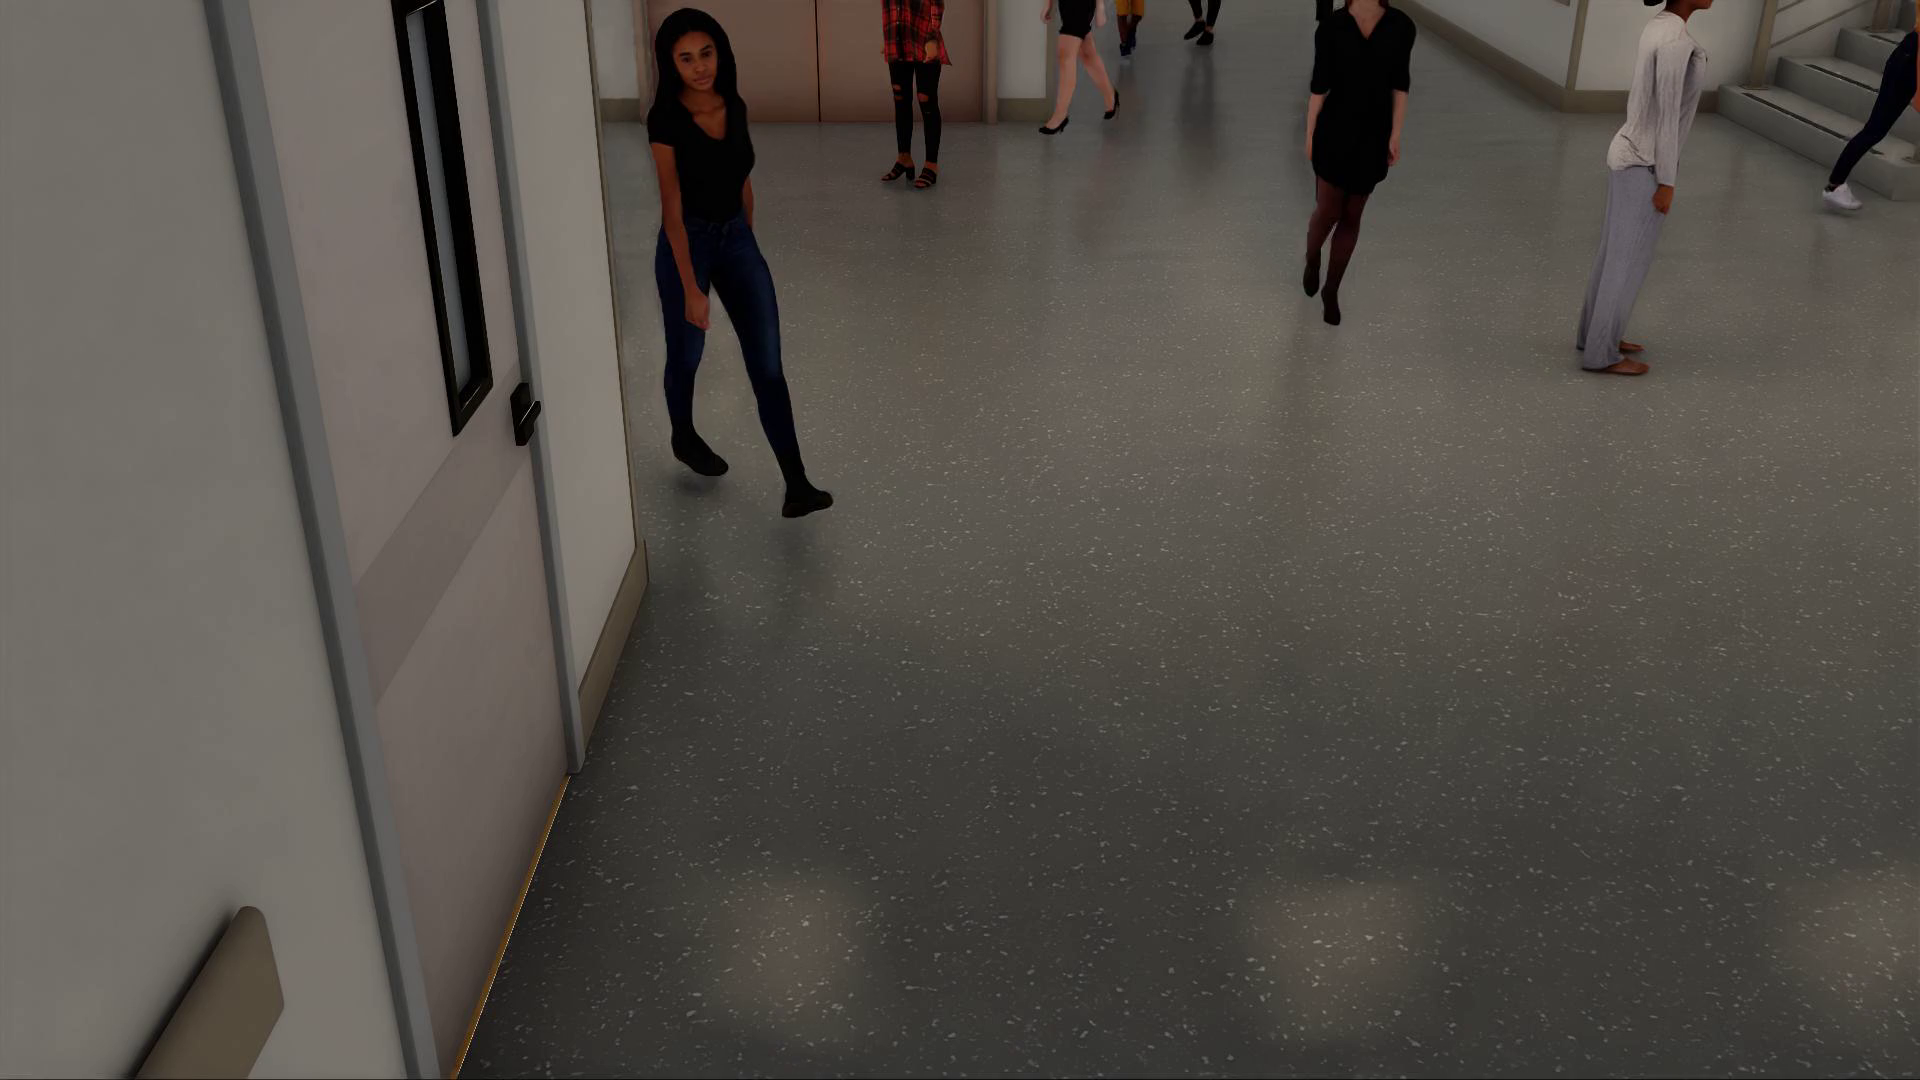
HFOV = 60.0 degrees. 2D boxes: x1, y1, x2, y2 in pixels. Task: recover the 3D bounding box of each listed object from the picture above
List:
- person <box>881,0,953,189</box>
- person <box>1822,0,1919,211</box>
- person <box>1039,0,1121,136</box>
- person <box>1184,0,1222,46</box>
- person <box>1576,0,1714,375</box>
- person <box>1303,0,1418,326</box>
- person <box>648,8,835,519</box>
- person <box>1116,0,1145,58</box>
[{"bbox_3d":[-0.275,-2.985,9.946,0.684,1.704,0.759,20,32,36],"label":"person"},{"bbox_3d":[5.211,-2.554,9.203,1.159,1.573,1.130,-17,31,-32],"label":"person"},{"bbox_3d":[0.842,-3.589,11.316,1.111,1.602,0.983,-23,34,-39],"label":"person"},{"bbox_3d":[2.256,-5.284,14.714,0.720,1.704,0.805,16,30,30],"label":"person"},{"bbox_3d":[2.876,-1.580,7.008,0.609,1.726,0.666,5,26,11],"label":"person"},{"bbox_3d":[1.772,-1.833,7.571,0.586,1.692,0.641,1,26,1],"label":"person"},{"bbox_3d":[-0.919,-0.908,5.667,1.137,1.680,1.153,-23,34,-39],"label":"person"},{"bbox_3d":[1.452,-4.801,14.219,0.649,1.264,0.591,-1,26,-3],"label":"person"}]
